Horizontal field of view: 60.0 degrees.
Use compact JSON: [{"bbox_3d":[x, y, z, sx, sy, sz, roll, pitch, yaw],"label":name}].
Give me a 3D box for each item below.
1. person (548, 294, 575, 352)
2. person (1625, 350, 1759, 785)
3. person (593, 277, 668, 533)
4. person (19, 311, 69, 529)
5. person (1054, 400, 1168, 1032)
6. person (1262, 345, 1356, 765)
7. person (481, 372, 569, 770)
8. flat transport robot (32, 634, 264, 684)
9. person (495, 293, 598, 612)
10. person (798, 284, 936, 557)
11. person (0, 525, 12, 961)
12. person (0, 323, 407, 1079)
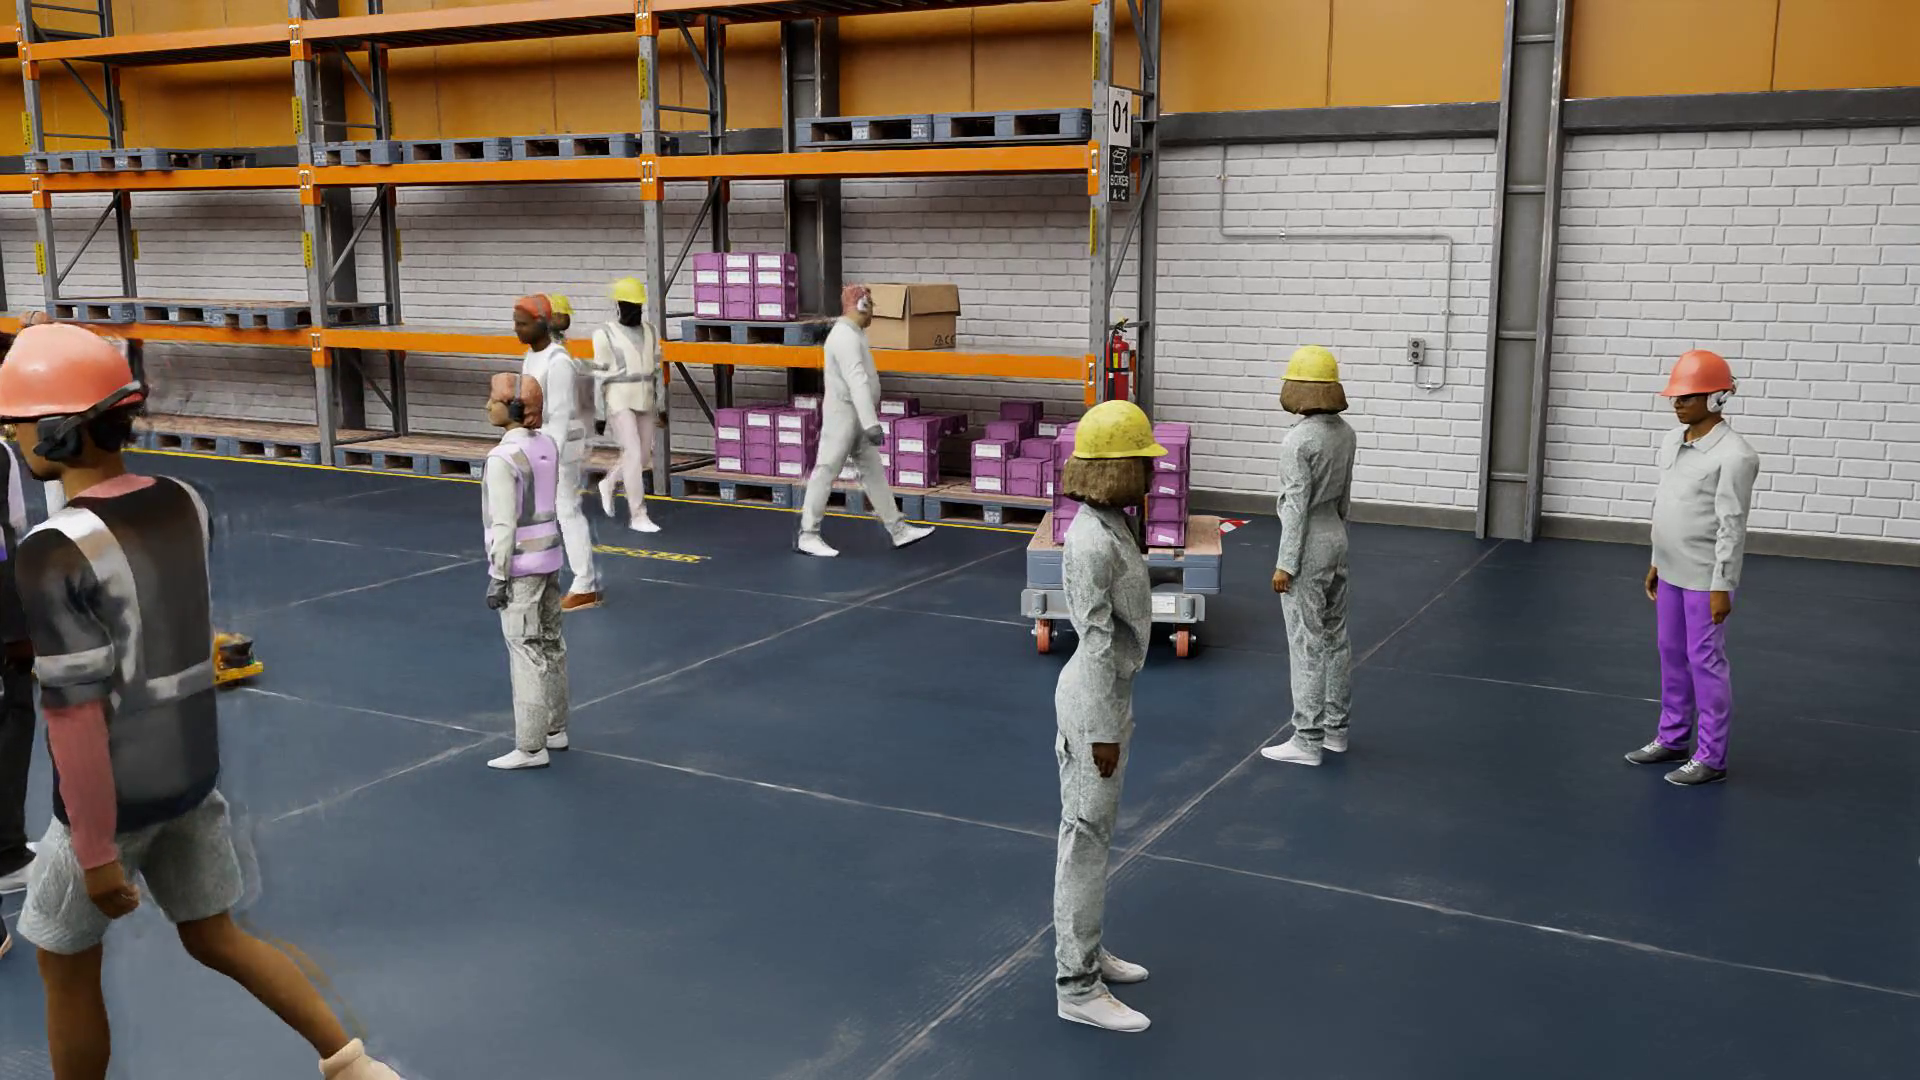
[{"bbox_3d":[-3.196,-1.083,13.254,0.318,1.735,0.480,0,10,-3],"label":"person"},{"bbox_3d":[2.934,0.109,6.699,0.350,1.743,0.557,-1,10,-5],"label":"person"},{"bbox_3d":[-2.528,-1.027,12.497,0.782,1.902,0.585,8,13,37],"label":"person"},{"bbox_3d":[-6.829,-0.893,12.473,0.310,1.638,0.523,1,10,3],"label":"person"},{"bbox_3d":[0.418,0.479,4.663,0.296,1.745,0.484,1,10,7],"label":"person"},{"bbox_3d":[1.455,0.063,6.945,0.323,1.742,0.492,9,14,41],"label":"person"},{"bbox_3d":[-1.796,0.125,6.874,0.307,1.645,0.518,2,10,9],"label":"person"},{"bbox_3d":[-4.210,0.553,8.295,1.431,0.197,0.652,6,12,32],"label":"flat transport robot"},{"bbox_3d":[-2.430,-0.471,9.542,0.756,1.856,0.596,-7,13,-34],"label":"person"},{"bbox_3d":[-0.671,-0.804,11.379,0.981,1.848,0.743,0,10,2],"label":"person"},{"bbox_3d":[-3.105,0.329,4.872,0.606,1.966,0.367,0,10,-2],"label":"person"},{"bbox_3d":[-1.745,0.528,3.681,0.929,2.014,0.613,2,10,8],"label":"person"}]
